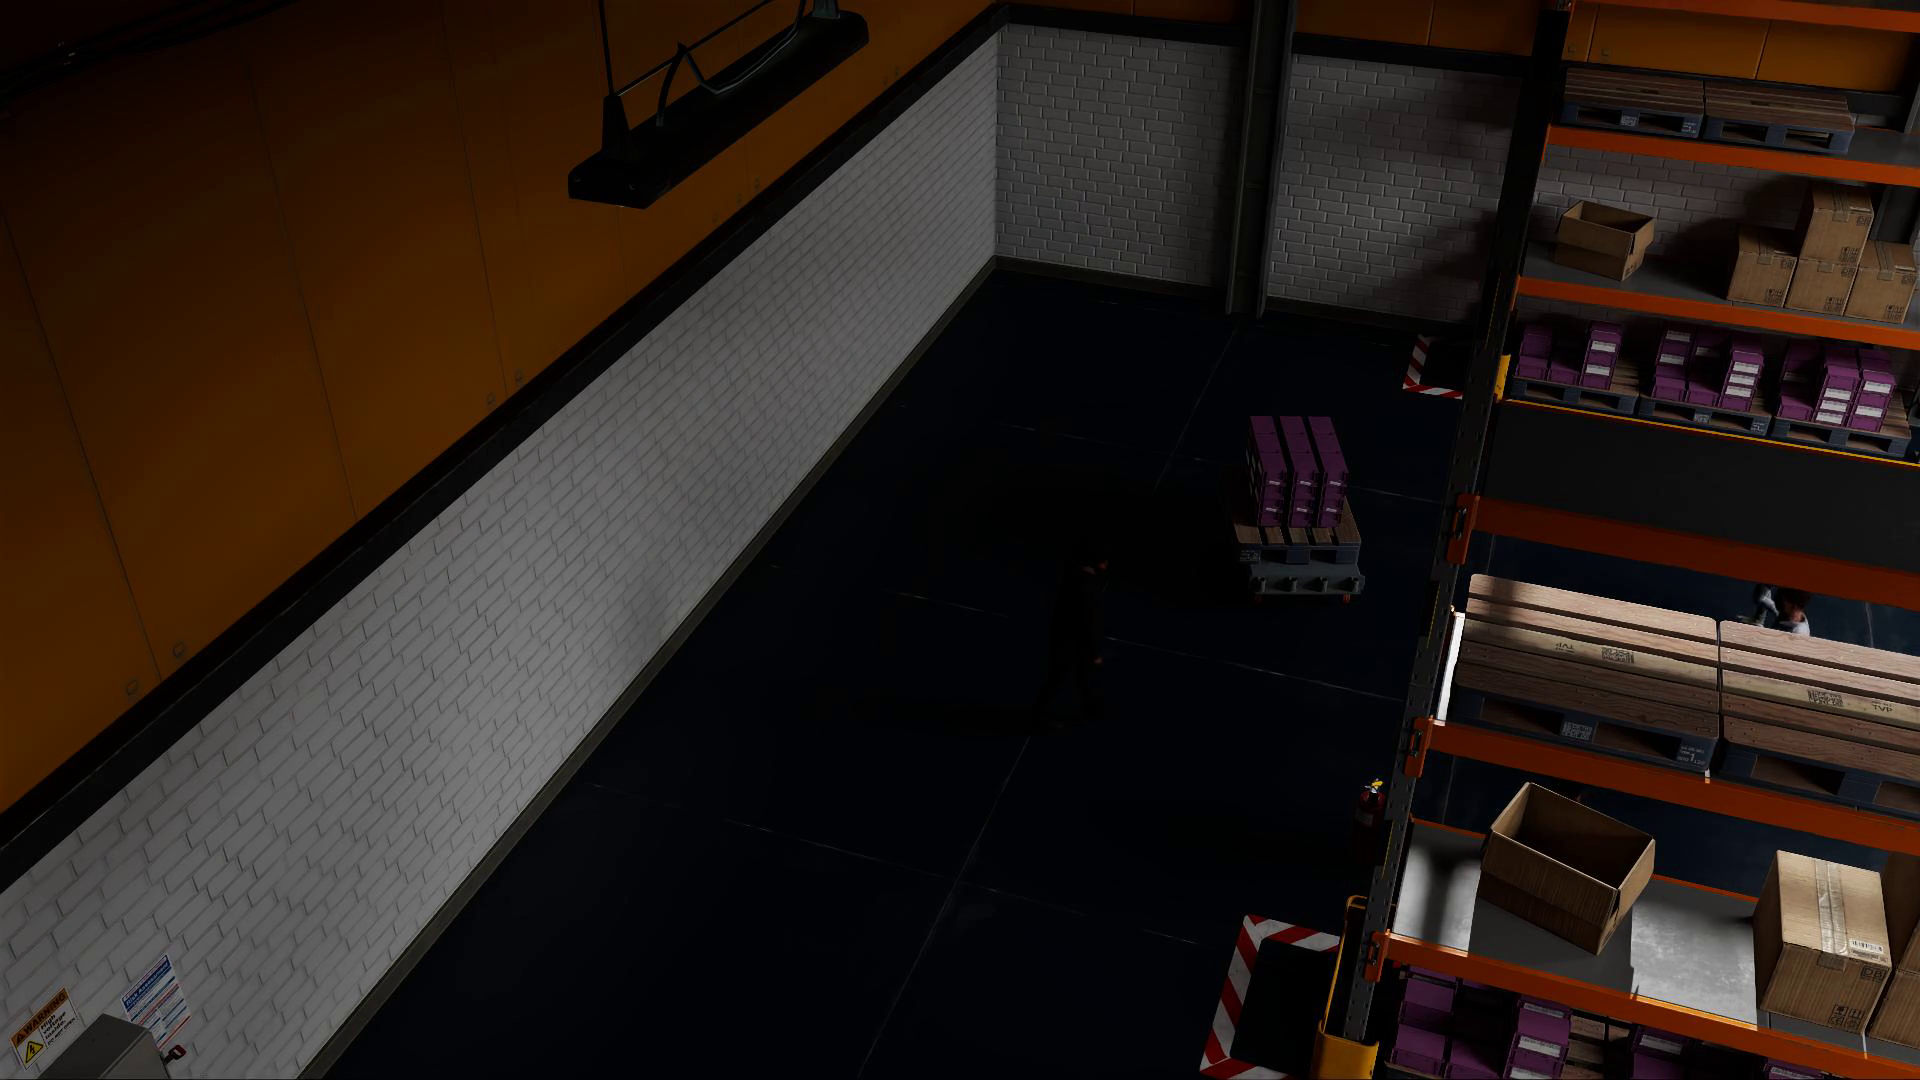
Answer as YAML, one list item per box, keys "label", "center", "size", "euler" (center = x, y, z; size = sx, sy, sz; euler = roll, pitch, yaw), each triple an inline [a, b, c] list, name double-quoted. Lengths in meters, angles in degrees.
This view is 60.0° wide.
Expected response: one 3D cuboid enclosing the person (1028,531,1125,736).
- label: "person"
  center: [0.717, 0.698, 11.963]
  size: [1.065, 1.734, 0.885]
  euler: [-6, 34, -9]
